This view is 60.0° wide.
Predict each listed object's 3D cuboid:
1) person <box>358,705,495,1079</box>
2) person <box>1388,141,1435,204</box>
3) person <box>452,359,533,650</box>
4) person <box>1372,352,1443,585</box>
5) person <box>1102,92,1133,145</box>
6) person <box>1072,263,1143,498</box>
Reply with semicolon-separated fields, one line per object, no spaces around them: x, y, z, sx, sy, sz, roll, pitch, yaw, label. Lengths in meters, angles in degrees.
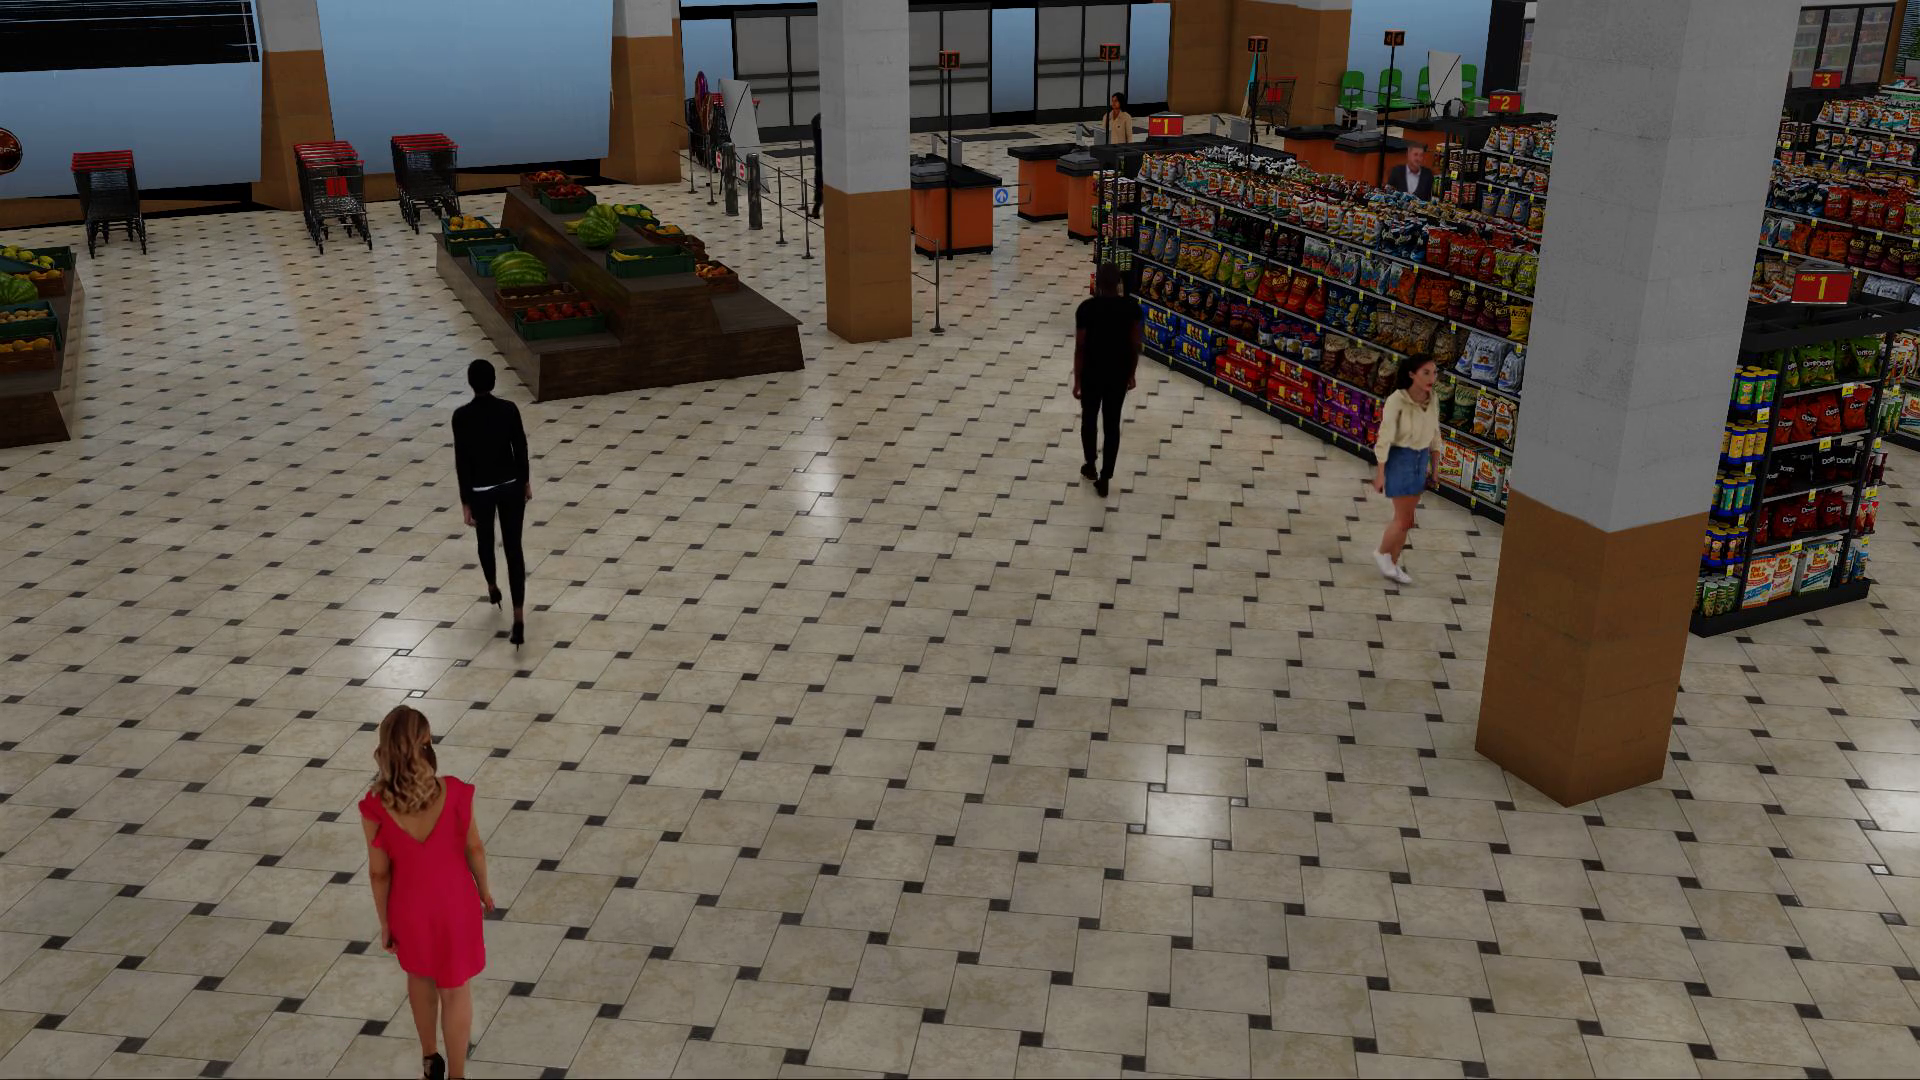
-1.998;1.460;6.301;0.636;1.716;0.675;-5;22;-11;person
4.986;-3.557;18.668;1.054;1.804;1.207;3;22;7;person
-2.846;-0.185;10.313;0.668;1.778;1.150;-8;23;-19;person
2.979;-0.500;11.304;0.680;1.623;0.613;-12;25;-28;person
2.231;-5.524;23.731;0.677;1.681;0.783;12;25;27;person
1.135;-1.208;12.825;0.850;1.803;0.949;-1;22;-3;person
